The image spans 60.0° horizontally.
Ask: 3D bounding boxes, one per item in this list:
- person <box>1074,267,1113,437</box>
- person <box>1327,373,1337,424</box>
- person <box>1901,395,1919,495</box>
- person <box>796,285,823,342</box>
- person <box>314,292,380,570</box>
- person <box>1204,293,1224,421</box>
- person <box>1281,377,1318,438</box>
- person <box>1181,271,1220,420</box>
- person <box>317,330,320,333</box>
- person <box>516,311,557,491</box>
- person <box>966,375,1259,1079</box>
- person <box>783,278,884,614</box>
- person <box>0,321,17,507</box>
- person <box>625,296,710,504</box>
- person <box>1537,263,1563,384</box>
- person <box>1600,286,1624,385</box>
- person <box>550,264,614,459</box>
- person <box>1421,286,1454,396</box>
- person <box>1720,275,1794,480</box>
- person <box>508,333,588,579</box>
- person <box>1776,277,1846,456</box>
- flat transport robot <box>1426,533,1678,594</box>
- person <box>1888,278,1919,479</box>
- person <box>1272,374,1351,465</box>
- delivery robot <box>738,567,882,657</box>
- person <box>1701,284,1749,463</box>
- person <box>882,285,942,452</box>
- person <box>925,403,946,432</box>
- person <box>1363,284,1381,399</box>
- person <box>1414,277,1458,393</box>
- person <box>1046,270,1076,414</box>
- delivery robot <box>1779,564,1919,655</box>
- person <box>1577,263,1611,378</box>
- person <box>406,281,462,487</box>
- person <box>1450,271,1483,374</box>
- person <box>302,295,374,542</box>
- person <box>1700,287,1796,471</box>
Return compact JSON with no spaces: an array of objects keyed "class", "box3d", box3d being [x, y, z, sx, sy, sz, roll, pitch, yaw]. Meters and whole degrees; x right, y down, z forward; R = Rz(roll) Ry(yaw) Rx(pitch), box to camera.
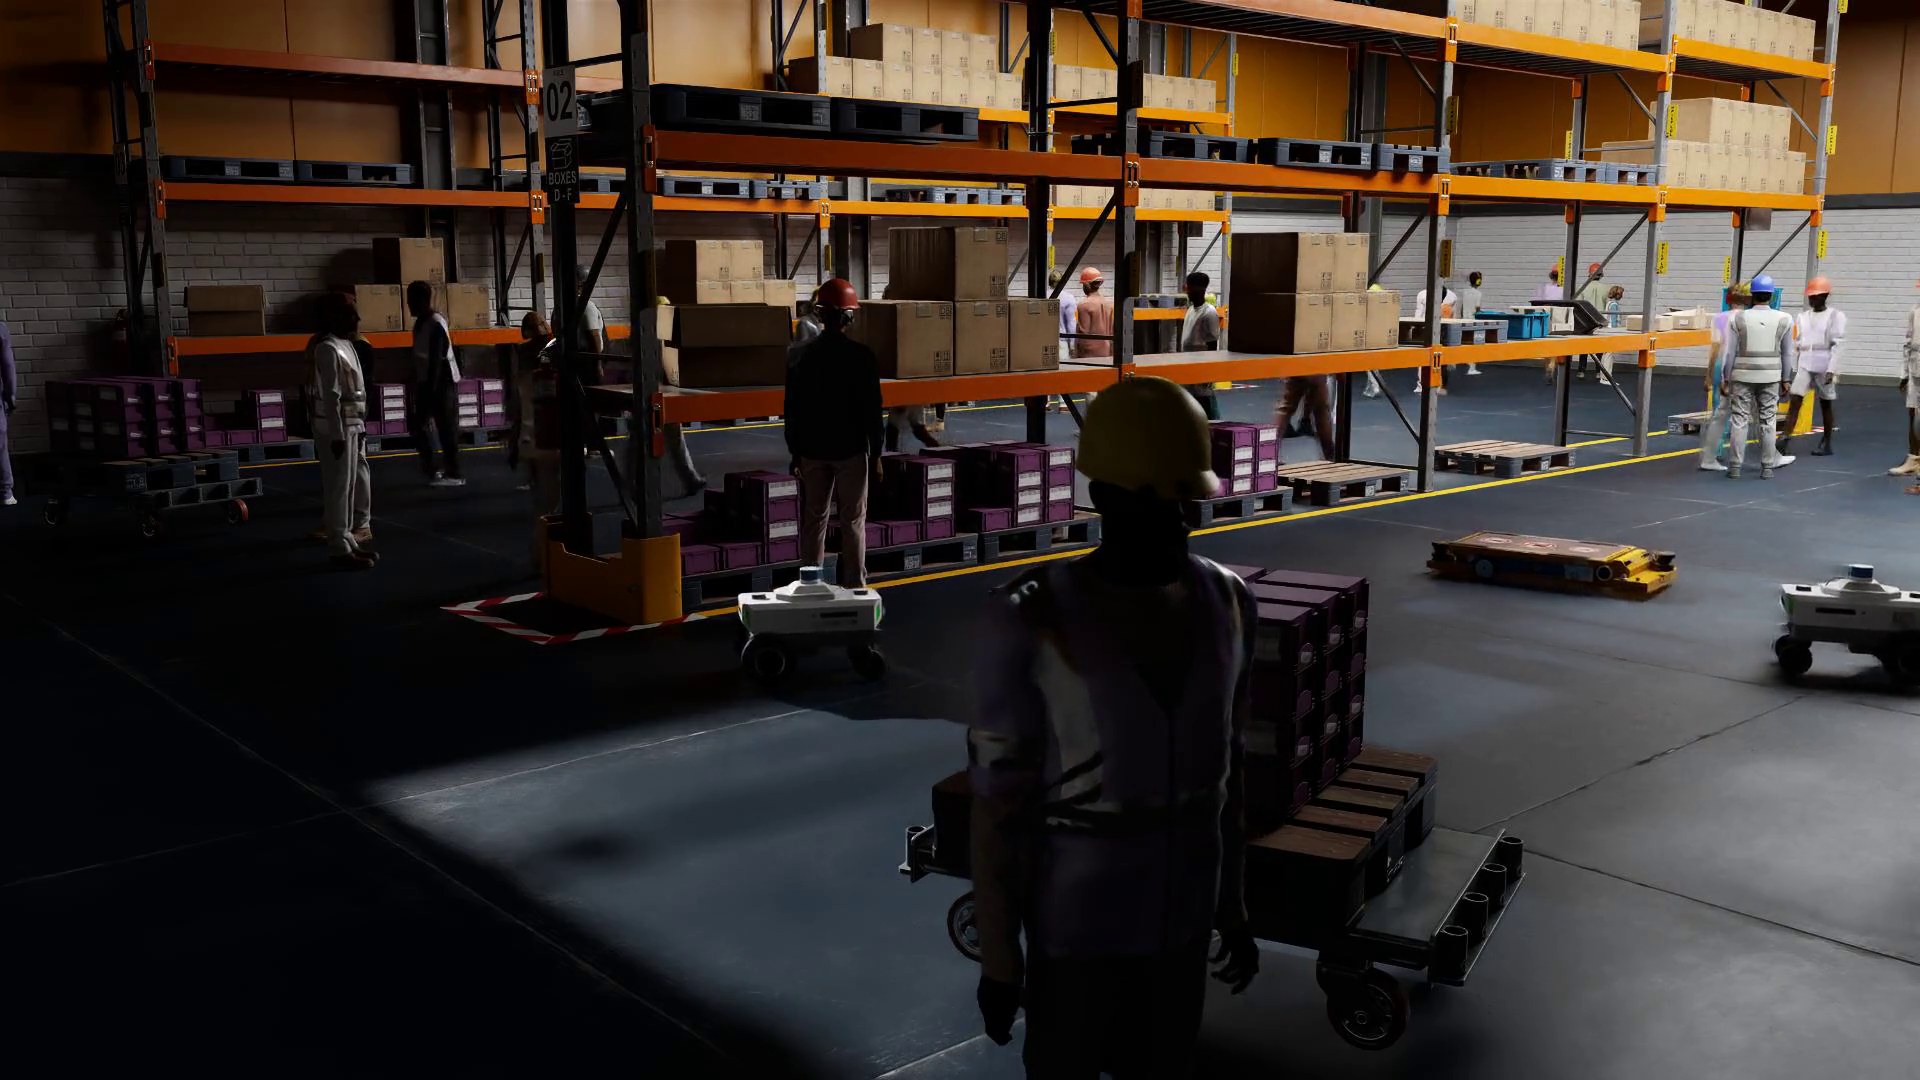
[{"class":"person","box3d":[1.555,-2.204,19.587,0.400,1.989,0.623,8,13,41]},{"class":"person","box3d":[4.894,-2.414,21.309,0.540,1.830,0.874,4,11,24]},{"class":"person","box3d":[8.715,-1.327,14.688,0.532,1.921,0.633,4,10,21]},{"class":"person","box3d":[-1.412,-1.704,17.137,0.404,1.830,0.601,9,13,42]},{"class":"person","box3d":[-4.207,-0.744,11.359,0.361,1.882,0.575,-1,10,-8]},{"class":"person","box3d":[2.736,-1.900,18.616,0.940,1.707,0.528,1,10,7]},{"class":"person","box3d":[3.991,-2.142,19.458,0.577,1.919,0.543,-8,13,-40]},{"class":"person","box3d":[2.519,-1.862,17.660,0.361,1.963,0.613,-3,10,-18]},{"class":"person","box3d":[-5.191,-1.054,13.893,0.279,1.636,0.505,0,10,-2]},{"class":"person","box3d":[-3.807,-1.239,14.986,0.499,1.634,0.288,7,12,34]},{"class":"person","box3d":[0.299,0.667,2.972,0.593,1.922,0.387,-5,11,-29]},{"class":"person","box3d":[-0.721,-0.520,9.716,0.625,1.992,0.386,4,11,23]},{"class":"person","box3d":[-8.307,-1.206,13.999,0.655,1.905,0.407,-6,11,-32]},{"class":"person","box3d":[-2.600,-1.221,14.463,0.591,1.772,0.953,6,11,30]},{"class":"person","box3d":[9.821,-3.575,27.538,0.616,2.021,0.727,6,11,29]},{"class":"person","box3d":[10.759,-3.372,27.458,0.311,1.640,0.512,2,10,12]},{"class":"person","box3d":[-3.957,-1.886,17.584,0.673,2.000,0.535,8,13,41]},{"class":"person","box3d":[7.220,-2.999,25.104,0.543,1.695,0.321,-6,12,-32]},{"class":"person","box3d":[7.581,-1.542,15.845,0.617,1.943,0.402,3,10,16]},{"class":"person","box3d":[-2.713,-0.557,11.029,0.535,1.620,0.504,6,11,31]},{"class":"person","box3d":[8.985,-1.809,17.562,0.936,1.893,0.558,-7,12,-35]},{"class":"flat transport robot","box3d":[3.881,0.133,10.934,1.431,0.197,0.652,8,12,38]},{"class":"person","box3d":[9.209,-1.587,15.831,0.395,2.038,0.615,-3,10,-19]},{"class":"person","box3d":[3.513,-1.676,16.901,0.987,1.864,0.651,-5,11,-28]},{"class":"delivery robot","box3d":[-0.754,0.378,8.397,0.707,0.478,0.477,-2,10,-12]},{"class":"person","box3d":[7.947,-1.700,17.106,0.592,1.841,0.416,-1,10,-4]},{"class":"person","box3d":[-0.410,-1.350,14.921,0.951,1.893,0.552,0,10,0]},{"class":"person","box3d":[-0.306,-2.147,20.126,0.320,1.692,0.531,1,10,5]},{"class":"person","box3d":[6.215,-2.983,24.979,0.491,1.714,0.847,-1,10,-8]},{"class":"person","box3d":[7.349,-3.209,25.783,0.656,1.895,0.399,0,10,-2]},{"class":"person","box3d":[1.280,-2.674,22.491,0.629,1.940,0.378,6,11,30]},{"class":"delivery robot","box3d":[4.568,0.367,8.460,0.707,0.478,0.477,4,10,21]},{"class":"person","box3d":[11.083,-3.831,29.100,0.622,1.995,0.379,3,10,17]},{"class":"person","box3d":[-4.885,-1.417,15.253,0.594,1.896,0.609,-8,12,-38]},{"class":"person","box3d":[9.103,-3.881,29.791,0.584,1.860,0.525,-5,11,-29]},{"class":"person","box3d":[-4.640,-0.898,12.383,0.626,1.844,0.429,5,11,28]},{"class":"person","box3d":[7.804,-1.601,16.397,0.984,1.877,0.603,-2,10,-14]}]
